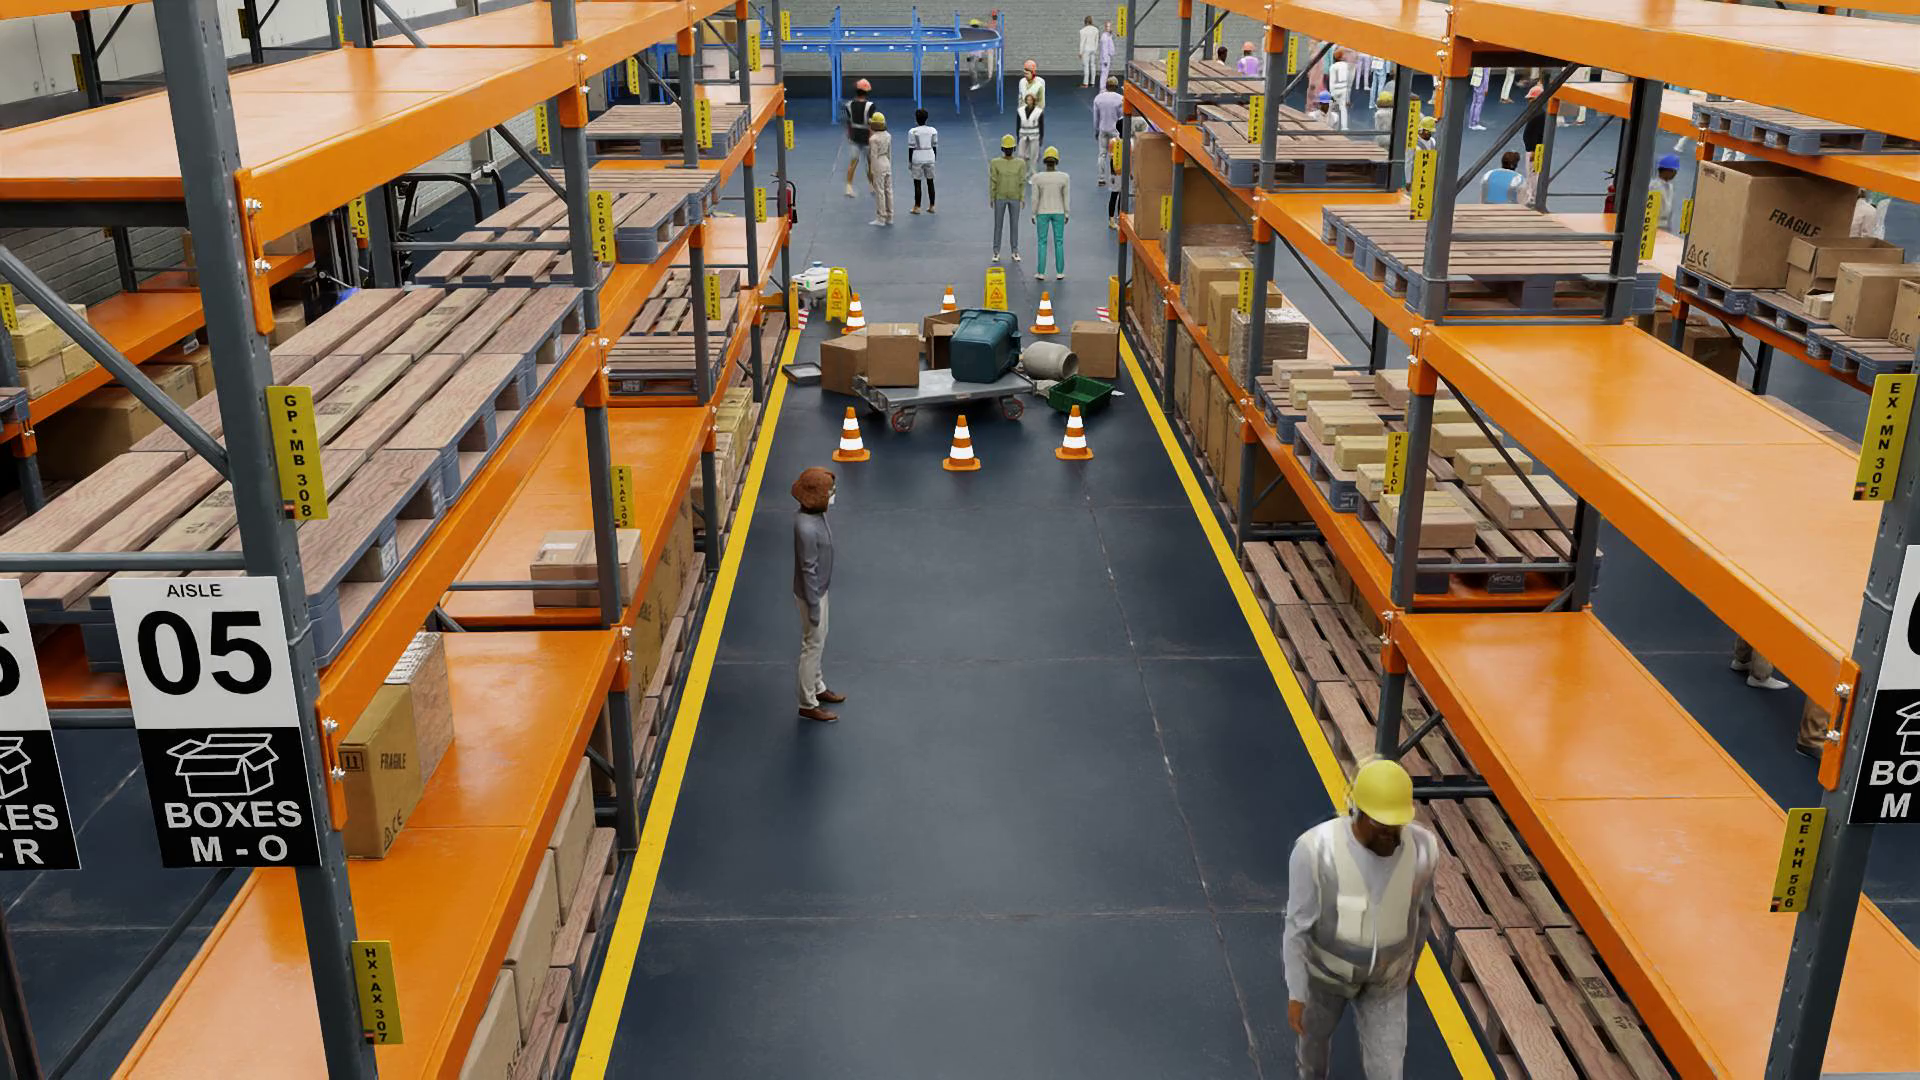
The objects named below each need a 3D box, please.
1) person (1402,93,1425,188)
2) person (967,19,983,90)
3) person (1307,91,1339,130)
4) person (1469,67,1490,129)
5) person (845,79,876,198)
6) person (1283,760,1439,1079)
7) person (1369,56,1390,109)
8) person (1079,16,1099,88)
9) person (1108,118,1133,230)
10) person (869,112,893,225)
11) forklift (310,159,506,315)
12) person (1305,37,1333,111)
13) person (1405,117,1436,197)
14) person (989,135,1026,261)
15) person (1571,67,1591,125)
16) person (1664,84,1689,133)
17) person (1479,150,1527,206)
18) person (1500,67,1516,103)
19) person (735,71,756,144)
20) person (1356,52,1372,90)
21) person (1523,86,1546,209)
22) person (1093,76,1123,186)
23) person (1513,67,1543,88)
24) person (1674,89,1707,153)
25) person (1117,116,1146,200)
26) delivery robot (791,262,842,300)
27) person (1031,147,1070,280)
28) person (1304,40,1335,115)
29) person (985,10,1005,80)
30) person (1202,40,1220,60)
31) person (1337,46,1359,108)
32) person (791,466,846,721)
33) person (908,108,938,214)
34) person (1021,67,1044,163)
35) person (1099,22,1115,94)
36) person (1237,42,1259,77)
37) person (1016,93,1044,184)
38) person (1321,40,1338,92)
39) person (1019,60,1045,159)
[{"bbox_3d":[7.567,-6.587,28.040,0.346,1.842,0.505,-13,24,-31],"label":"person"},{"bbox_3d":[0.365,-13.435,46.059,0.524,1.896,0.612,-11,23,-27],"label":"person"},{"bbox_3d":[5.934,-6.394,27.380,0.604,1.949,0.389,-4,21,-12],"label":"person"},{"bbox_3d":[11.824,-10.297,37.762,0.412,1.908,0.592,-3,21,-9],"label":"person"},{"bbox_3d":[-1.709,-6.955,28.814,0.626,1.990,1.044,11,23,26],"label":"person"},{"bbox_3d":[1.521,1.657,6.332,0.606,1.776,0.941,-1,21,-1],"label":"person"},{"bbox_3d":[10.537,-11.813,41.761,0.386,1.911,0.592,-12,24,-29],"label":"person"},{"bbox_3d":[3.604,-13.733,46.793,0.627,1.941,0.370,-14,25,-33],"label":"person"},{"bbox_3d":[2.516,-5.714,25.935,0.315,1.696,0.540,18,27,40],"label":"person"},{"bbox_3d":[-1.269,-5.847,26.222,0.312,1.744,0.487,14,25,32],"label":"person"},{"bbox_3d":[-5.622,-2.910,17.832,2.313,2.155,1.214,-1,21,-1],"label":"forklift"},{"bbox_3d":[8.813,-11.508,40.936,0.614,1.921,0.974,-10,23,-25],"label":"person"},{"bbox_3d":[6.937,-5.450,25.064,0.588,1.823,0.403,-14,25,-32],"label":"person"},{"bbox_3d":[0.673,-4.823,23.486,0.524,1.769,0.308,-2,21,-5],"label":"person"},{"bbox_3d":[14.465,-10.476,38.626,0.279,1.621,0.508,14,25,32],"label":"person"},{"bbox_3d":[16.087,-9.968,37.265,0.504,1.632,0.270,-3,21,-8],"label":"person"},{"bbox_3d":[6.992,-4.106,21.501,0.633,1.835,0.430,19,28,41],"label":"person"},{"bbox_3d":[14.309,-12.307,43.144,0.344,1.858,0.519,1,21,2],"label":"person"},{"bbox_3d":[-4.548,-9.323,35.234,0.533,1.871,0.320,-17,26,-37],"label":"person"},{"bbox_3d":[11.224,-13.380,46.115,0.524,1.760,0.327,15,26,35],"label":"person"},{"bbox_3d":[9.503,-6.513,27.632,0.396,1.993,0.618,5,21,12],"label":"person"},{"bbox_3d":[2.699,-7.321,29.845,0.636,1.938,0.358,10,23,26],"label":"person"},{"bbox_3d":[16.033,-13.675,46.543,0.642,2.000,0.967,-15,26,-35],"label":"person"},{"bbox_3d":[14.970,-8.618,33.763,0.526,1.591,0.878,-1,21,-4],"label":"person"},{"bbox_3d":[2.933,-6.687,28.456,0.493,1.740,0.324,5,21,14],"label":"person"},{"bbox_3d":[-1.784,-3.248,20.875,0.477,0.478,0.707,17,26,37],"label":"delivery robot"},{"bbox_3d":[1.209,-4.368,22.282,0.525,1.769,0.308,-2,21,-4],"label":"person"},{"bbox_3d":[8.500,-10.901,39.426,0.834,1.857,0.707,8,22,20],"label":"person"},{"bbox_3d":[1.022,-14.500,48.752,0.613,1.990,0.398,-2,21,-5],"label":"person"},{"bbox_3d":[6.538,-12.542,43.652,0.551,1.933,0.376,-3,21,-8],"label":"person"},{"bbox_3d":[9.775,-11.869,41.891,0.623,1.932,0.378,-15,26,-35],"label":"person"},{"bbox_3d":[-0.873,0.321,10.086,0.285,1.623,0.510,0,21,1],"label":"person"},{"bbox_3d":[-0.609,-6.188,27.201,0.537,1.693,0.319,-11,23,-27],"label":"person"},{"bbox_3d":[1.417,-8.384,32.783,0.387,1.845,0.565,-18,27,-39],"label":"person"},{"bbox_3d":[3.975,-12.970,44.845,0.397,1.900,0.635,3,21,9],"label":"person"},{"bbox_3d":[6.605,-10.409,38.060,0.545,1.913,0.915,-9,22,-22],"label":"person"},{"bbox_3d":[1.263,-7.267,30.131,0.536,1.629,0.396,7,22,19],"label":"person"},{"bbox_3d":[9.506,-12.322,43.094,0.597,1.916,0.370,-10,23,-24],"label":"person"},{"bbox_3d":[1.421,-8.584,33.207,0.552,1.925,0.385,8,22,19],"label":"person"}]
